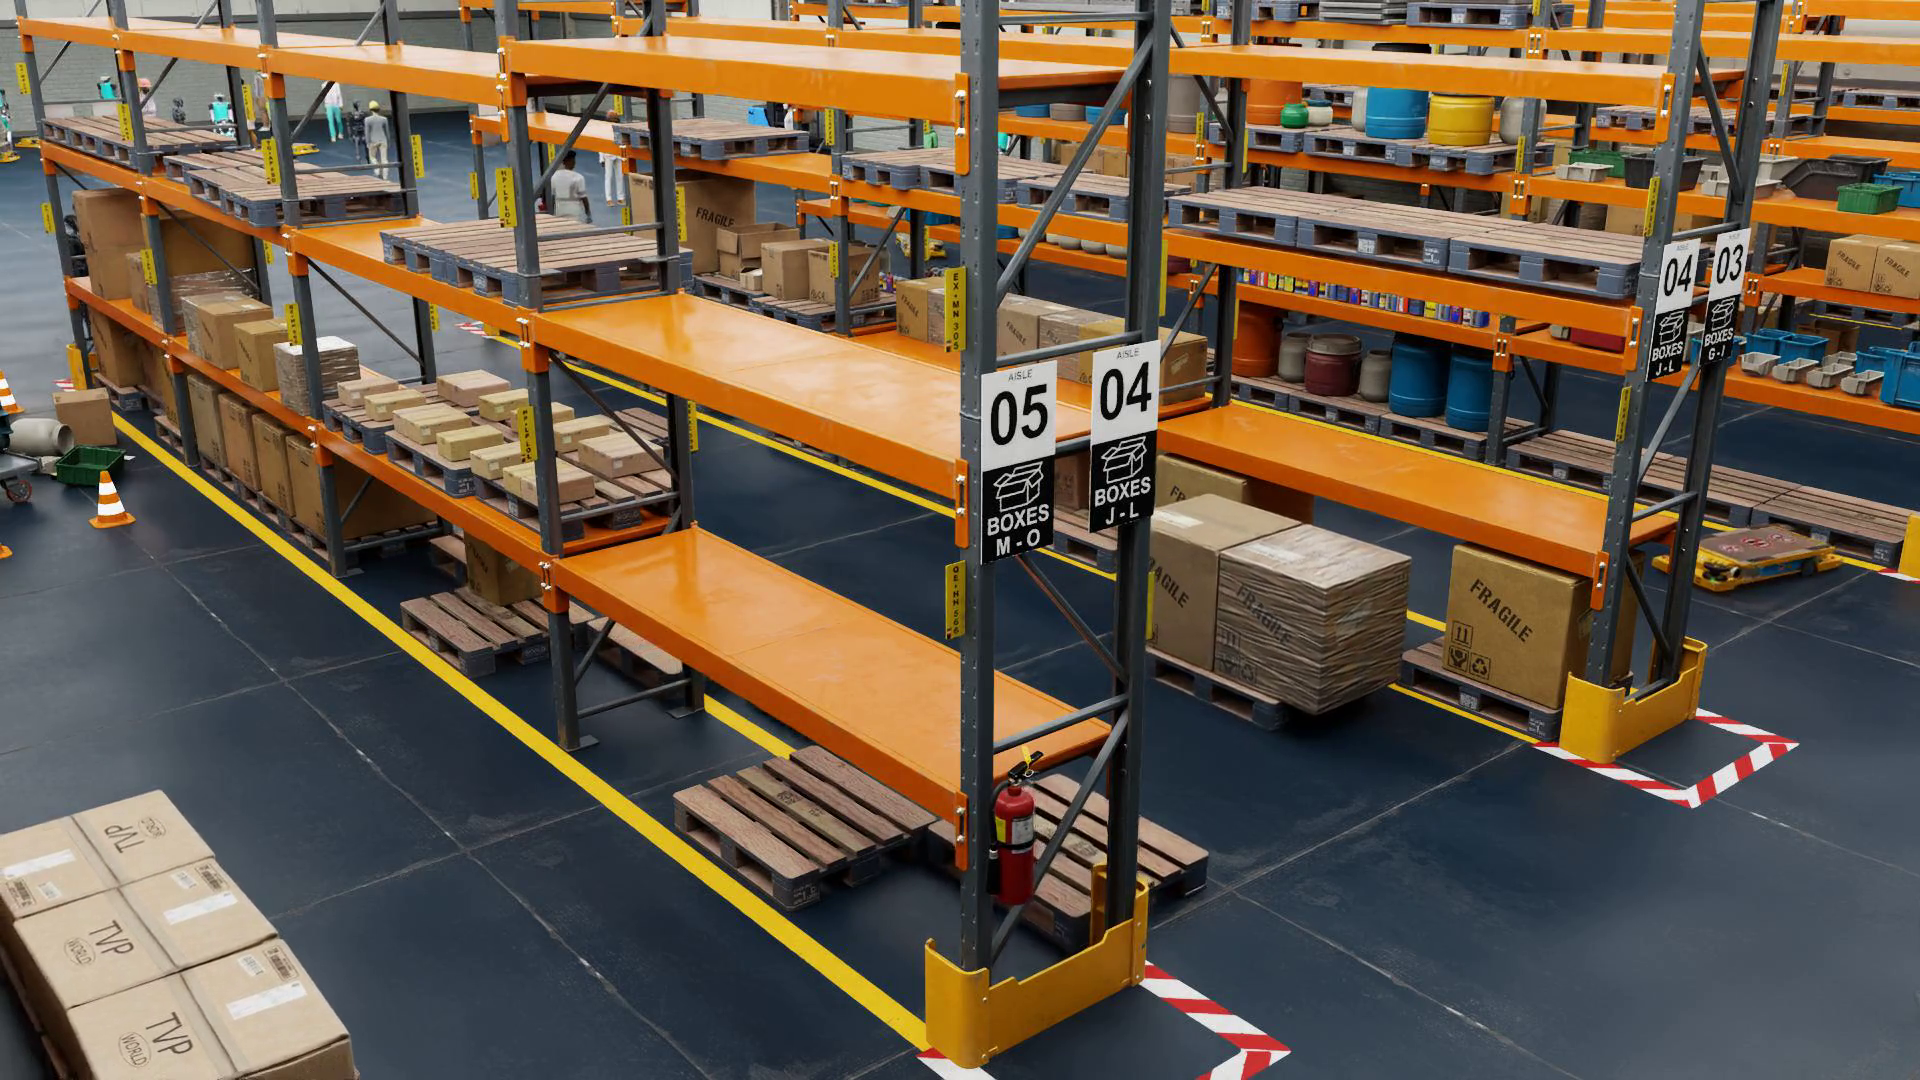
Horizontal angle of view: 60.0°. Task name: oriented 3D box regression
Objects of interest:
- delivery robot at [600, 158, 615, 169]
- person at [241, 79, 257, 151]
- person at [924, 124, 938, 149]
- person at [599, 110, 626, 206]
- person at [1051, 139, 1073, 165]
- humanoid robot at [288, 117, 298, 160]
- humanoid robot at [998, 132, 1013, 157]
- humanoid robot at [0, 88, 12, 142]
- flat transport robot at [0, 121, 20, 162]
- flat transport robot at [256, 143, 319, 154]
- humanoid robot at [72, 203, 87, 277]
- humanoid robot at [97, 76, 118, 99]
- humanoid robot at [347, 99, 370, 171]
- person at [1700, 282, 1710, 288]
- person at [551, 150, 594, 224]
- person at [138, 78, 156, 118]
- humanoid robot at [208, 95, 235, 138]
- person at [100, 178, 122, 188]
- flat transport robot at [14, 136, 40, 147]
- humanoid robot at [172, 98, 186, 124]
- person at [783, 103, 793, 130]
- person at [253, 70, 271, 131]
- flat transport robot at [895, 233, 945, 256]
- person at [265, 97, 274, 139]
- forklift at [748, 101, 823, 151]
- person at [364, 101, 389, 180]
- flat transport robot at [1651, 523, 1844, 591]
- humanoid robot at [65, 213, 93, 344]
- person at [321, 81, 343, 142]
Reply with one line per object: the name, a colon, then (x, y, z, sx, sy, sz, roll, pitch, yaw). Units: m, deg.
delivery robot: (-8.192, -9.109, 39.416, 0.499, 0.585, 0.765, -12, 23, -31)
person: (-18.077, -10.741, 42.129, 0.801, 1.846, 0.402, 9, 21, 25)
person: (-0.617, -7.552, 33.230, 0.475, 1.733, 0.315, 13, 23, 33)
person: (-6.914, -7.622, 33.191, 0.582, 1.883, 0.337, -14, 23, -34)
person: (1.994, -7.143, 32.081, 0.535, 1.724, 0.837, -2, 19, -5)
humanoid robot: (-14.241, -8.184, 35.186, 0.794, 1.623, 0.584, -3, 20, -9)
humanoid robot: (0.648, -7.414, 32.818, 0.825, 1.760, 0.585, -12, 23, -31)
humanoid robot: (-24.591, -10.839, 42.630, 0.541, 1.834, 0.663, -5, 20, -13)
flat transport robot: (-23.675, -9.270, 40.318, 1.431, 0.231, 0.659, -5, 20, -14)
flat transport robot: (-17.050, -9.915, 42.154, 1.431, 0.231, 0.659, 7, 20, 19)
humanoid robot: (-11.851, -3.779, 22.609, 0.498, 1.644, 0.603, -5, 20, -15)
humanoid robot: (-22.563, -11.487, 44.513, 0.535, 1.838, 0.754, 4, 20, 11)
humanoid robot: (-13.970, -9.455, 38.808, 0.600, 1.632, 0.789, -3, 20, -9)
person: (10.191, -3.739, 22.465, 0.529, 1.672, 0.807, -15, 24, -36)
person: (-6.048, -5.144, 26.066, 0.627, 1.929, 0.855, 8, 21, 21)
person: (-19.206, -9.936, 39.567, 0.613, 2.023, 0.617, 3, 20, 8)
humanoid robot: (-16.950, -9.398, 38.515, 1.040, 1.748, 0.568, 18, 26, 42)
person: (-15.806, -6.873, 31.115, 0.514, 1.855, 0.912, -1, 19, -2)
flat transport robot: (-24.147, -10.527, 43.897, 0.659, 0.231, 1.431, 5, 20, 14)
humanoid robot: (-18.151, -9.435, 38.672, 0.381, 1.647, 0.602, -9, 21, -23)
person: (-3.702, -8.748, 36.383, 0.365, 1.894, 0.585, -5, 20, -14)
person: (-19.942, -12.658, 47.591, 0.398, 1.850, 0.615, 9, 21, 23)
flat transport robot: (-0.683, -5.009, 28.190, 0.659, 0.231, 1.431, -3, 20, -9)
person: (-18.561, -11.623, 44.871, 0.321, 1.688, 0.528, -8, 21, -22)
forklift: (-4.526, -11.368, 42.374, 1.129, 2.768, 1.873, -15, 24, -37)
person: (-12.865, -8.786, 36.712, 0.552, 1.746, 0.594, -13, 23, -32)
flat transport robot: (6.422, 0.139, 13.541, 1.431, 0.231, 0.659, -9, 21, -23)
humanoid robot: (-11.330, -3.353, 21.381, 0.410, 1.658, 0.589, -5, 20, -14)
person: (-16.935, -11.747, 44.952, 0.490, 1.882, 0.899, -3, 20, -9)
